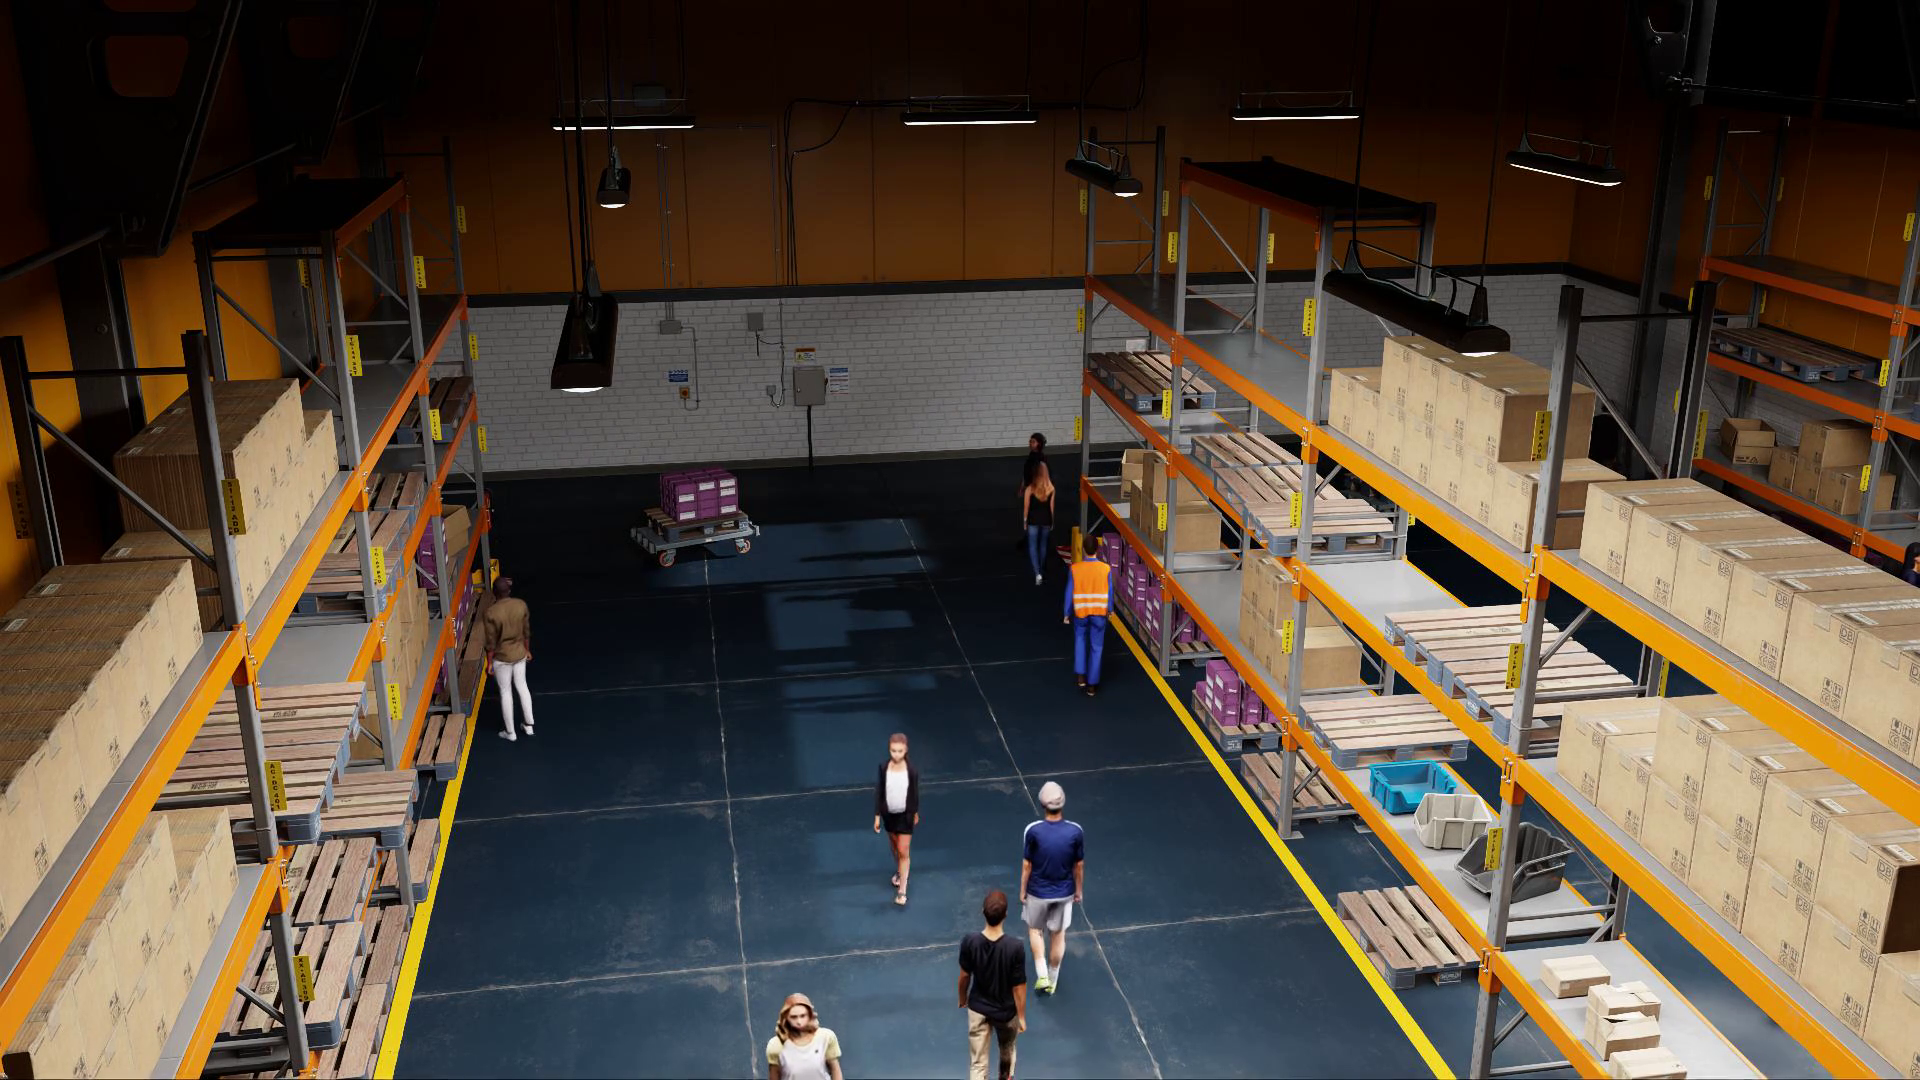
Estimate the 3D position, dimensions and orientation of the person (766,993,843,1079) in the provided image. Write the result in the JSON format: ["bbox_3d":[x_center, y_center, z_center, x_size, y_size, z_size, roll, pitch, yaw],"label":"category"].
[{"bbox_3d":[-1.014,3.675,10.888,0.742,1.682,1.168,-6,19,-16],"label":"person"}]

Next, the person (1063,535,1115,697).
[{"bbox_3d":[1.480,0.888,18.908,0.819,1.844,0.795,3,19,9],"label":"person"}]

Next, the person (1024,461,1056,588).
[{"bbox_3d":[1.079,-0.197,22.358,0.576,1.699,1.012,-4,19,-11],"label":"person"}]

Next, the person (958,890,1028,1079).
[{"bbox_3d":[0.210,3.359,11.628,0.912,1.808,1.236,3,19,8],"label":"person"}]

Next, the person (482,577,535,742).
[{"bbox_3d":[-4.837,1.259,17.837,0.802,1.825,0.801,-18,25,-42],"label":"person"}]

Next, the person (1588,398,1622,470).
[{"bbox_3d":[9.822,-1.259,25.394,0.849,1.773,1.170,1,19,4],"label":"person"}]

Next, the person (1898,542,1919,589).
[{"bbox_3d":[10.893,0.848,19.198,0.742,1.735,0.626,7,20,19],"label":"person"}]

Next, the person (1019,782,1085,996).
[{"bbox_3d":[0.729,2.829,13.189,0.705,1.815,0.753,-1,19,-3],"label":"person"}]

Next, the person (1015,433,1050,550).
[{"bbox_3d":[1.178,-0.724,23.948,0.811,1.683,0.895,-10,21,-28],"label":"person"}]

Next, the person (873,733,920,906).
[{"bbox_3d":[-0.545,2.407,14.896,0.731,1.527,0.966,4,19,11],"label":"person"}]
